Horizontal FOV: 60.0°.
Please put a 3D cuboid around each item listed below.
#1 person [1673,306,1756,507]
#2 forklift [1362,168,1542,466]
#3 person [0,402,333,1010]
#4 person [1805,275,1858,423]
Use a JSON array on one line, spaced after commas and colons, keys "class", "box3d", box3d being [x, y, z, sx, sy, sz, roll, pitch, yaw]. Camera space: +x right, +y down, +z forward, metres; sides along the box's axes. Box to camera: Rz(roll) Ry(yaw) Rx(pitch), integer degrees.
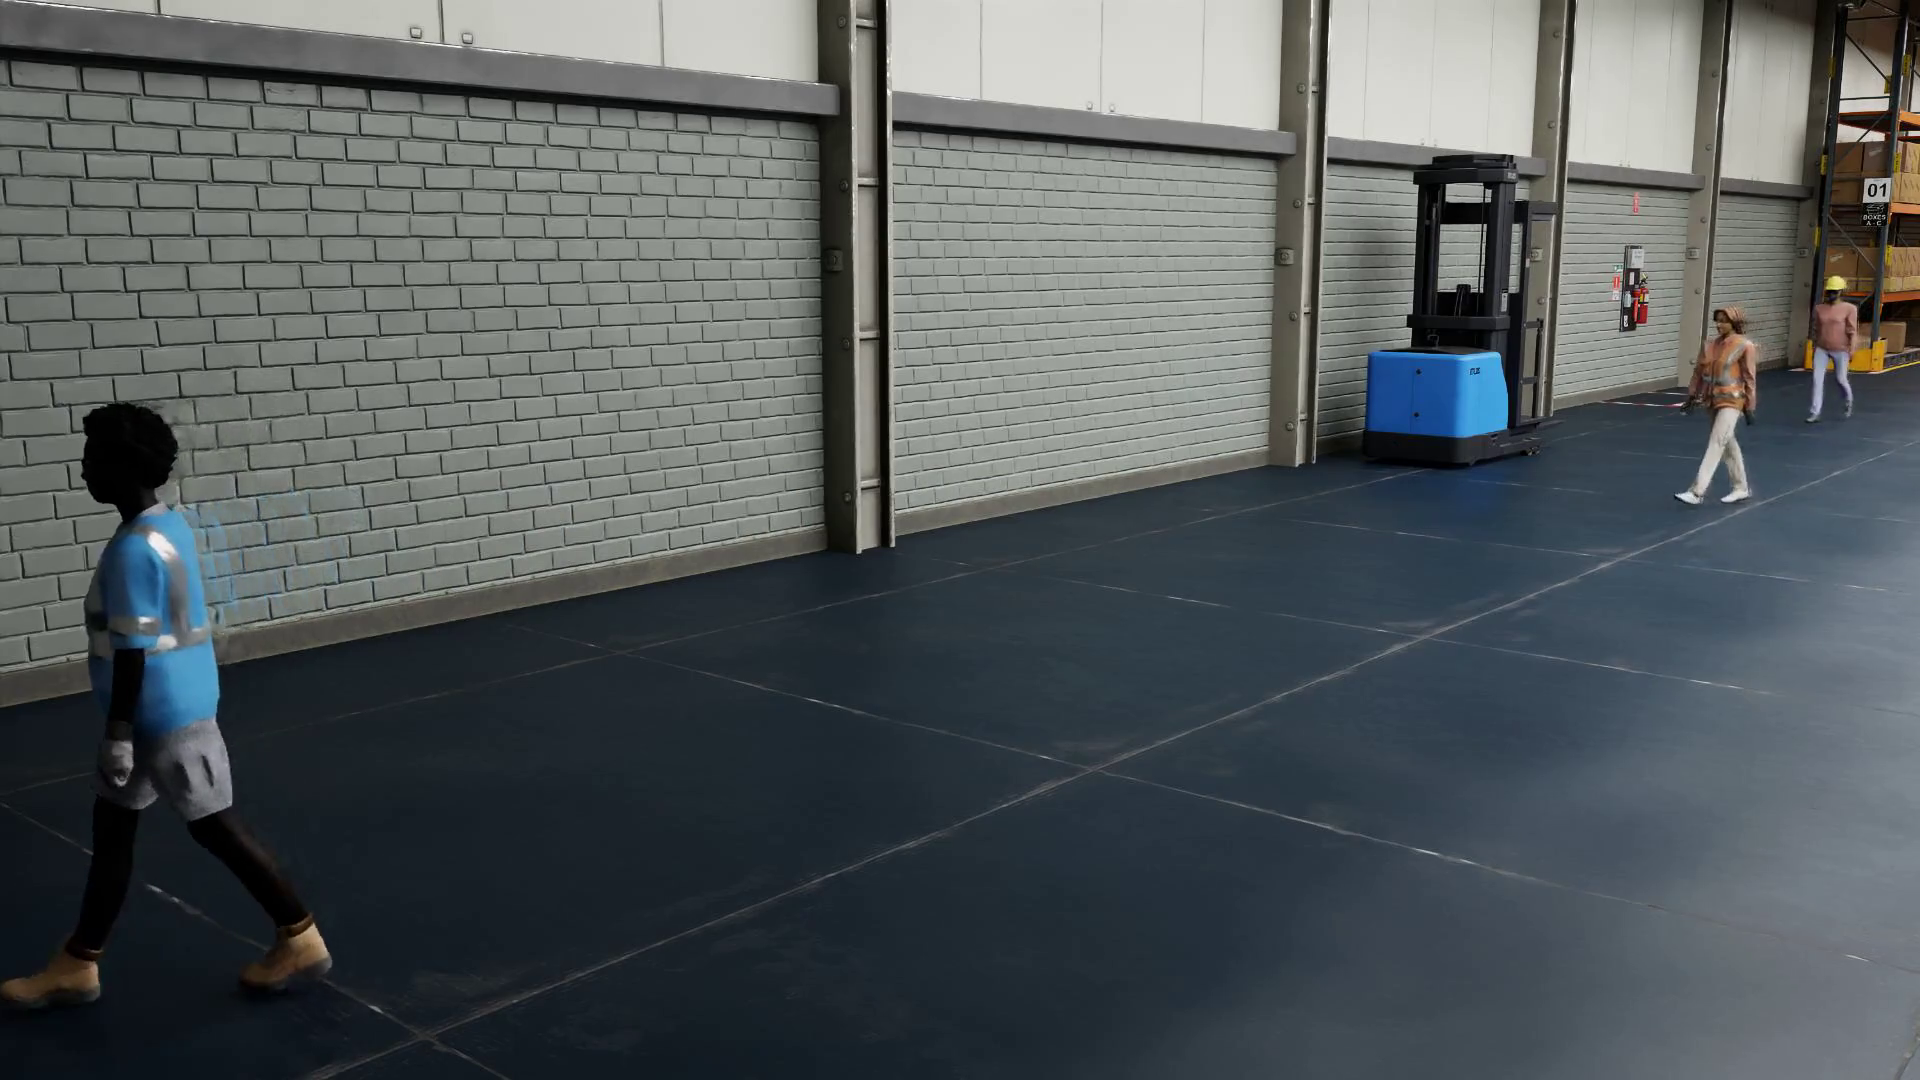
[{"class": "person", "box3d": [6.070, -1.064, 13.302, 0.872, 1.591, 0.517, -3, 10, -17]}, {"class": "forklift", "box3d": [4.875, -2.212, 16.287, 1.129, 2.768, 1.873, 8, 13, 40]}, {"class": "person", "box3d": [-2.162, 0.455, 4.485, 0.857, 1.652, 0.540, -4, 11, -20]}, {"class": "person", "box3d": [10.428, -2.279, 19.806, 0.806, 1.738, 0.532, -8, 13, -39]}]
